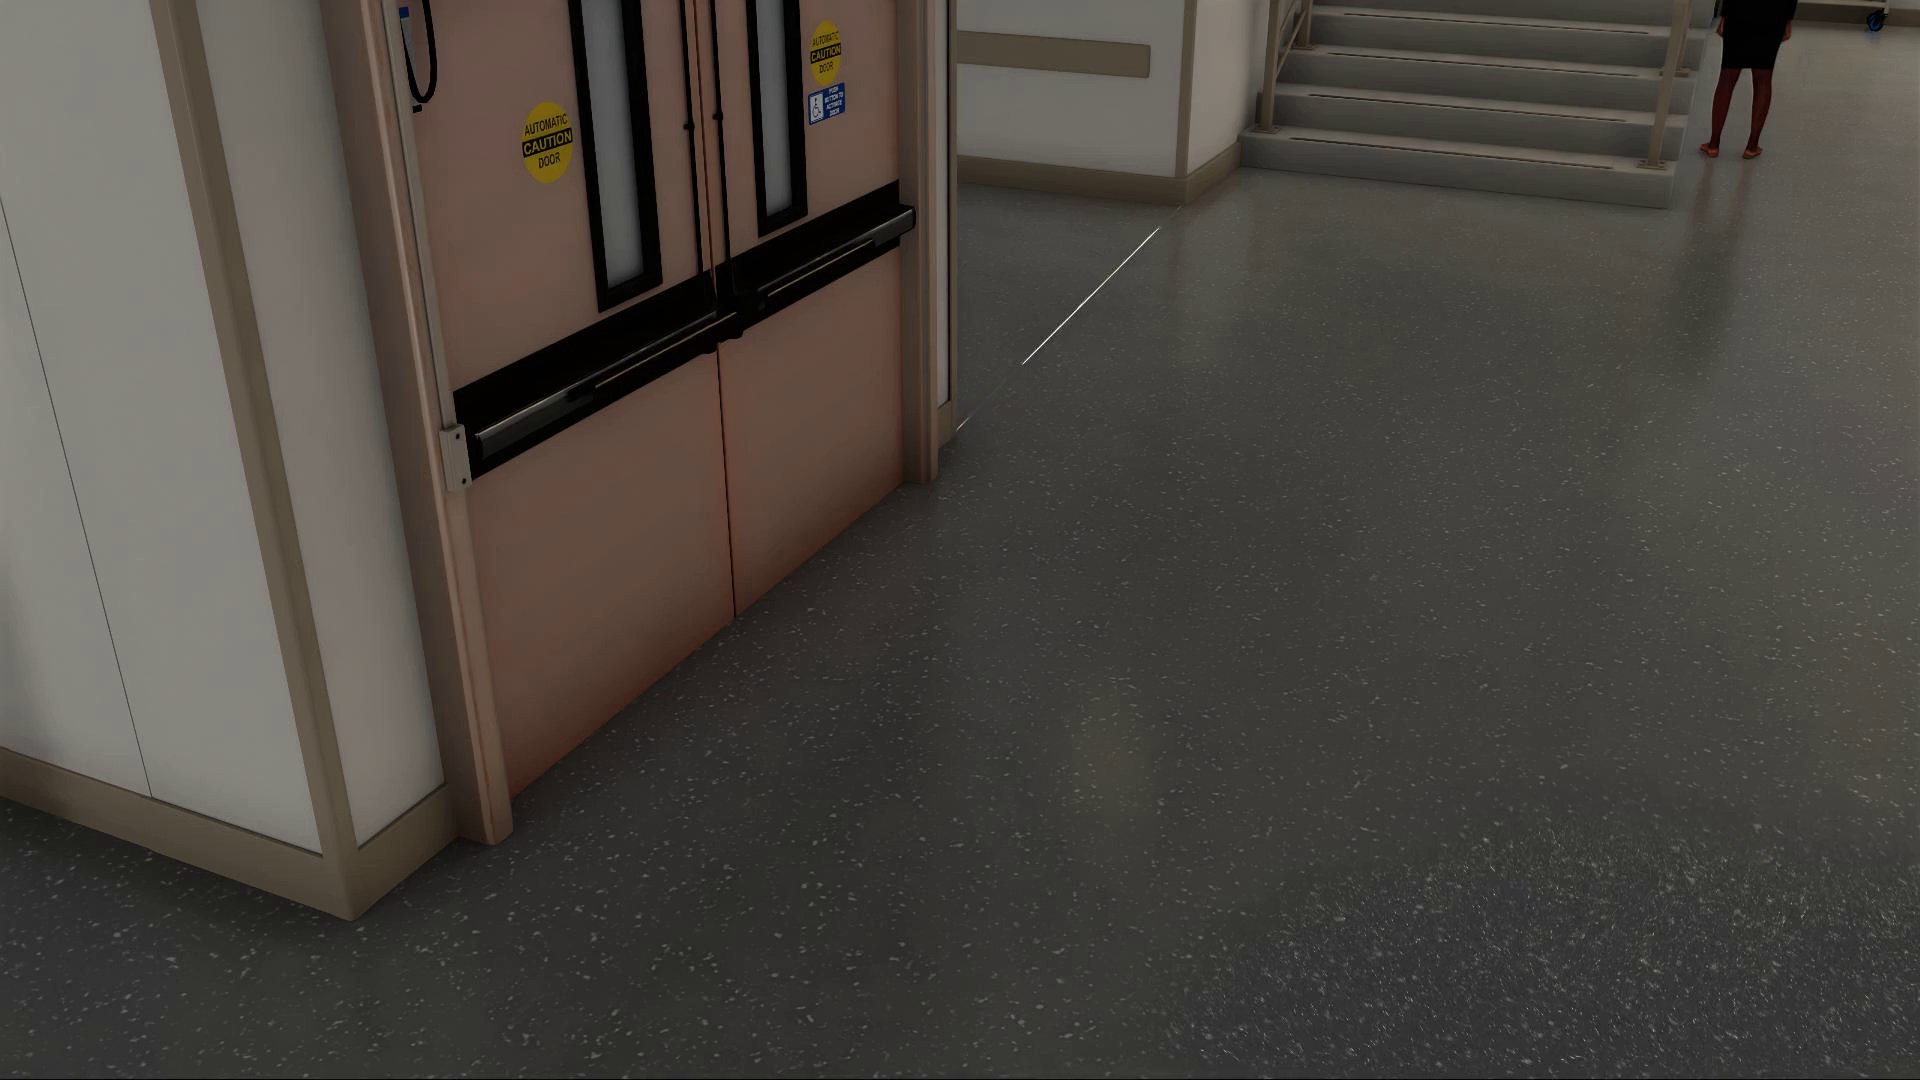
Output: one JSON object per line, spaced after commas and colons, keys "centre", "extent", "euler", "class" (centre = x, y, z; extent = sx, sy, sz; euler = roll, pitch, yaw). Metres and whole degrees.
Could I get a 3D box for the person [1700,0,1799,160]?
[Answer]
{"centre": [5.076, -3.319, 10.607], "extent": [0.633, 1.720, 0.540], "euler": [8, 27, 17], "class": "person"}
